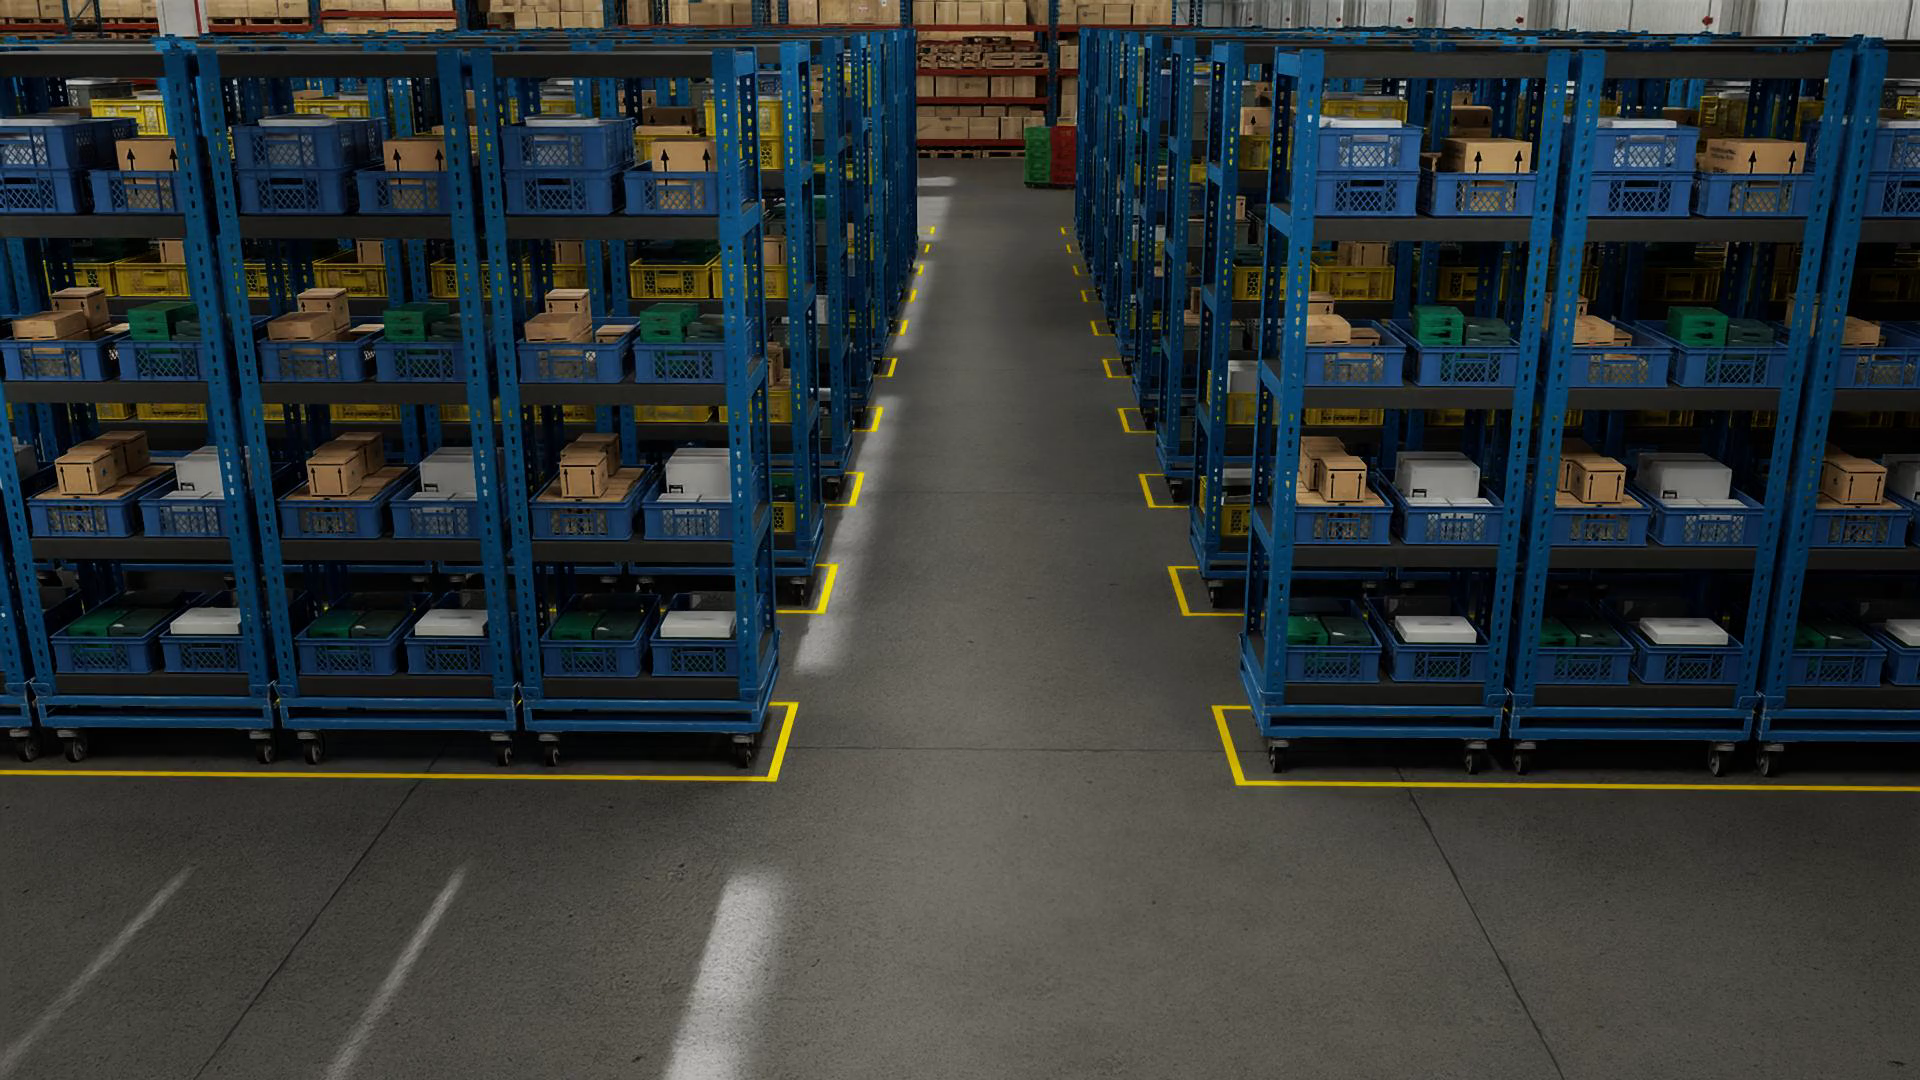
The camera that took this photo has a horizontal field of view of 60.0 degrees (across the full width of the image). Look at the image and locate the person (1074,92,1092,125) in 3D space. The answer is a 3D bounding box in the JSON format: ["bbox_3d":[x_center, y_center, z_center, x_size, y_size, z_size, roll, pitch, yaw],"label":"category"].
[{"bbox_3d":[3.171,-10.602,42.960,0.391,1.948,0.605,-13,22,-36],"label":"person"}]
